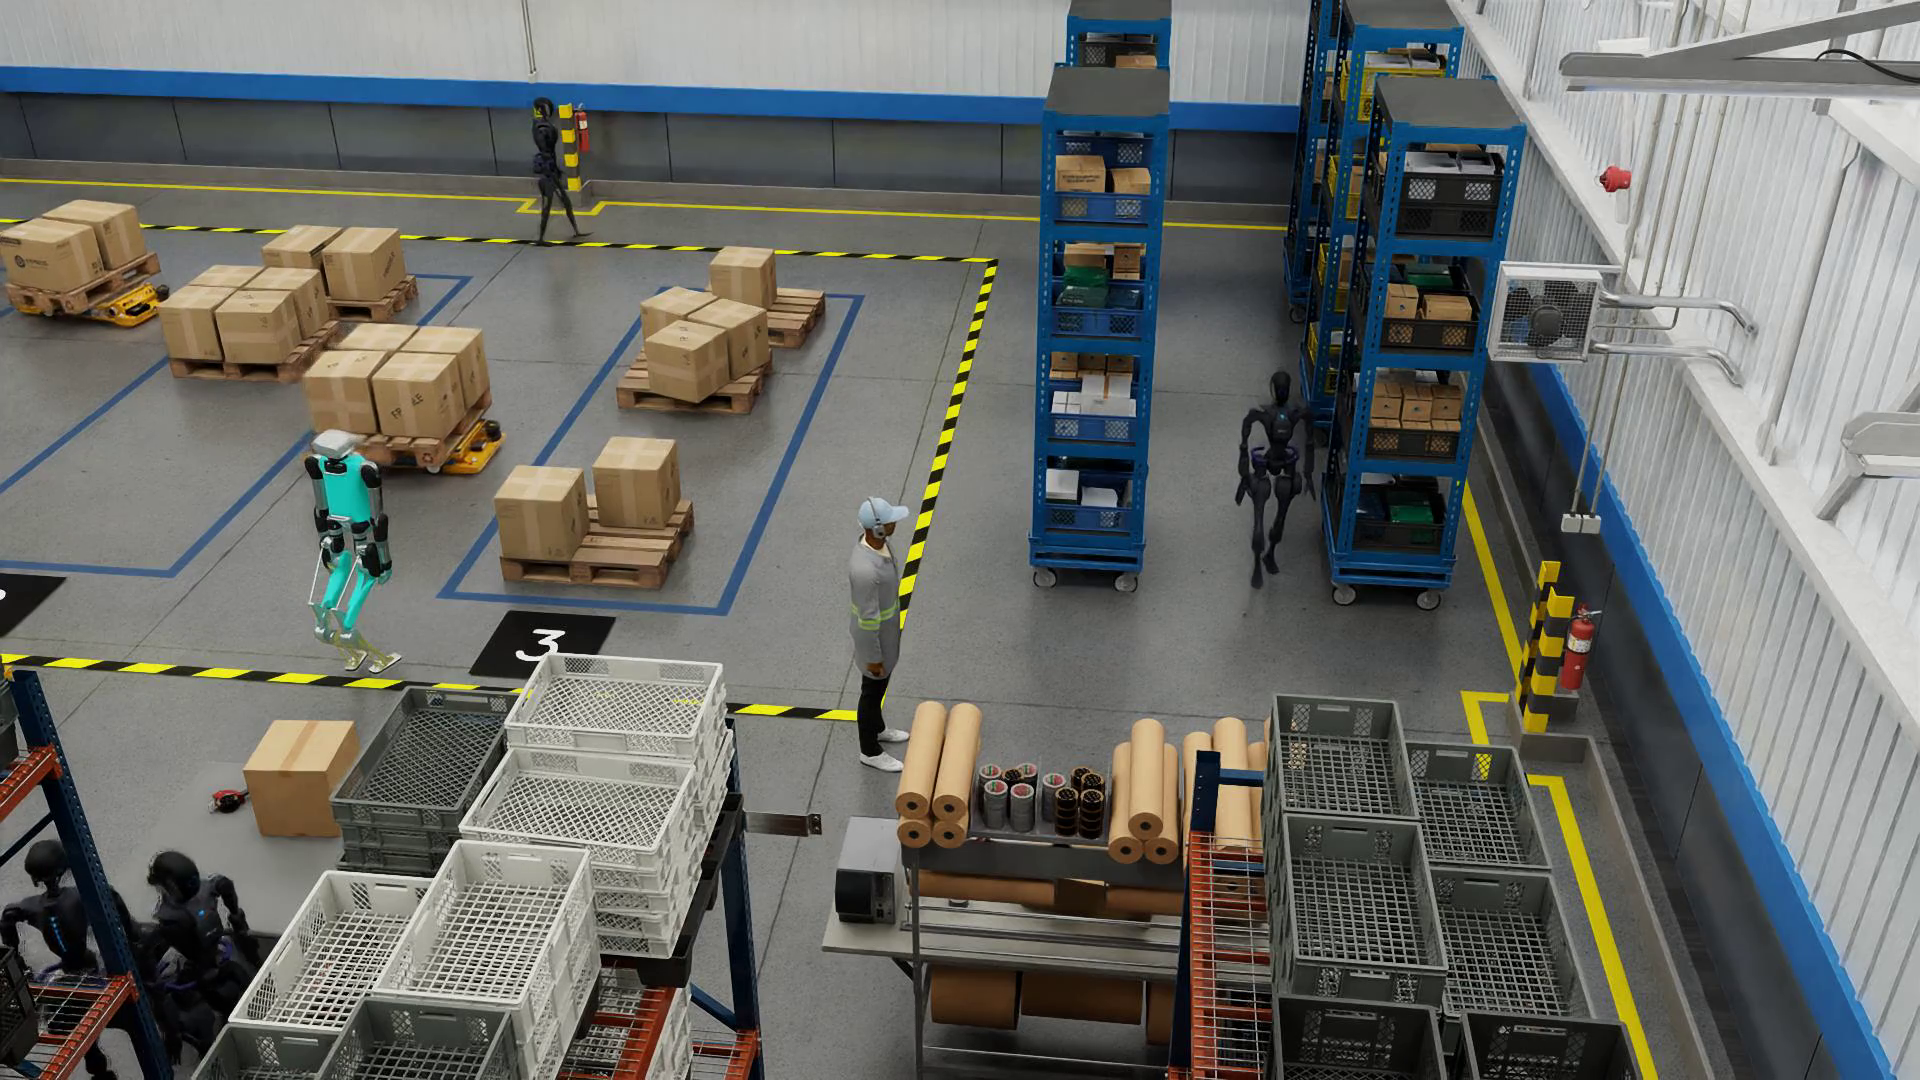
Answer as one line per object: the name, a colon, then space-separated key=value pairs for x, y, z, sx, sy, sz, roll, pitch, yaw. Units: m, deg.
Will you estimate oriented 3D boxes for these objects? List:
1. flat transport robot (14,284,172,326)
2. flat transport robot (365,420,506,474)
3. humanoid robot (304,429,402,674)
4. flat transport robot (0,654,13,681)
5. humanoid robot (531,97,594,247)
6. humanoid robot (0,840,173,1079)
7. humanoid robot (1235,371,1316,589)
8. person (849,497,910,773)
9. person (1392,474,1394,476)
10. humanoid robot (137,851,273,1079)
flat transport robot: x=-8.773 y=-2.452 z=16.857 sx=1.431 sy=0.197 sz=0.652 roll=8 pitch=31 yaw=14
flat transport robot: x=-4.651 y=-0.826 z=14.065 sx=1.431 sy=0.197 sz=0.652 roll=3 pitch=30 yaw=6
humanoid robot: x=-4.040 y=0.161 z=10.803 sx=0.533 sy=1.677 sz=0.735 roll=9 pitch=31 yaw=15
flat transport robot: x=-7.142 y=0.969 z=11.010 sx=1.431 sy=0.231 sz=0.659 roll=3 pitch=30 yaw=6
humanoid robot: x=-4.432 y=-4.024 z=18.194 sx=0.656 sy=1.637 sz=0.612 roll=-2 pitch=30 yaw=-4
humanoid robot: x=-4.010 y=2.099 z=7.681 sx=0.626 sy=1.638 sz=0.408 roll=-11 pitch=32 yaw=-19
humanoid robot: x=2.300 y=-0.439 z=12.034 sx=0.583 sy=1.647 sz=0.550 roll=-1 pitch=30 yaw=-2
person: x=-0.479 y=0.559 z=10.138 sx=0.373 sy=1.852 sz=0.597 roll=3 pitch=30 yaw=4
person: x=3.379 y=-1.139 z=12.988 sx=0.387 sy=1.928 sz=0.632 roll=-12 pitch=32 yaw=-19
humanoid robot: x=-3.486 y=2.074 z=7.714 sx=0.484 sy=1.648 sz=0.599 roll=14 pitch=33 yaw=22
